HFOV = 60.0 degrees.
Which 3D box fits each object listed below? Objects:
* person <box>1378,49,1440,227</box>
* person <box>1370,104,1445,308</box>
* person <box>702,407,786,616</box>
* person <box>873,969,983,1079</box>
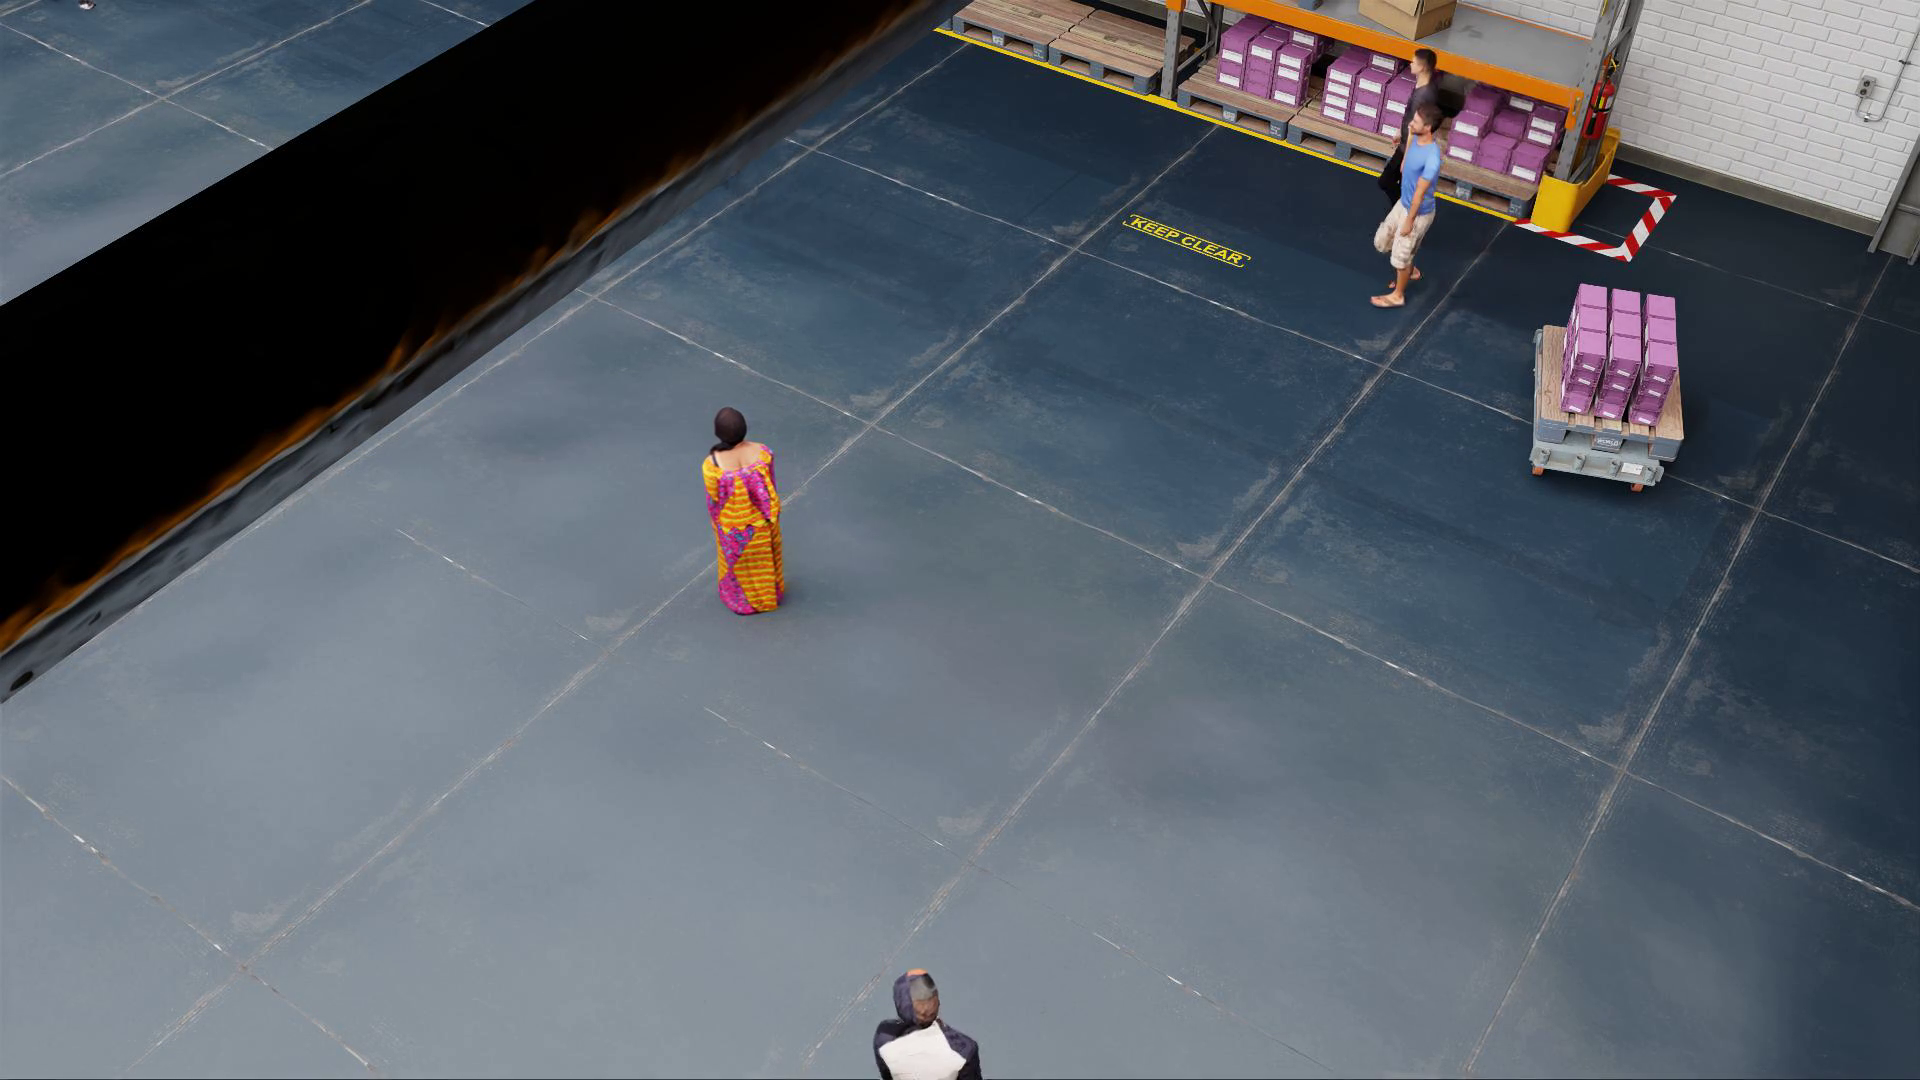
[{"bbox_3d":[4.006,-3.391,14.419,0.726,1.744,0.706,14,45,14],"label":"person"},{"bbox_3d":[3.803,-2.714,13.631,0.872,1.851,0.811,-2,44,-2],"label":"person"},{"bbox_3d":[-1.456,-0.218,11.135,0.776,1.679,0.824,-13,45,-13],"label":"person"},{"bbox_3d":[-0.121,2.787,7.862,1.160,1.844,1.111,9,44,9],"label":"person"}]
